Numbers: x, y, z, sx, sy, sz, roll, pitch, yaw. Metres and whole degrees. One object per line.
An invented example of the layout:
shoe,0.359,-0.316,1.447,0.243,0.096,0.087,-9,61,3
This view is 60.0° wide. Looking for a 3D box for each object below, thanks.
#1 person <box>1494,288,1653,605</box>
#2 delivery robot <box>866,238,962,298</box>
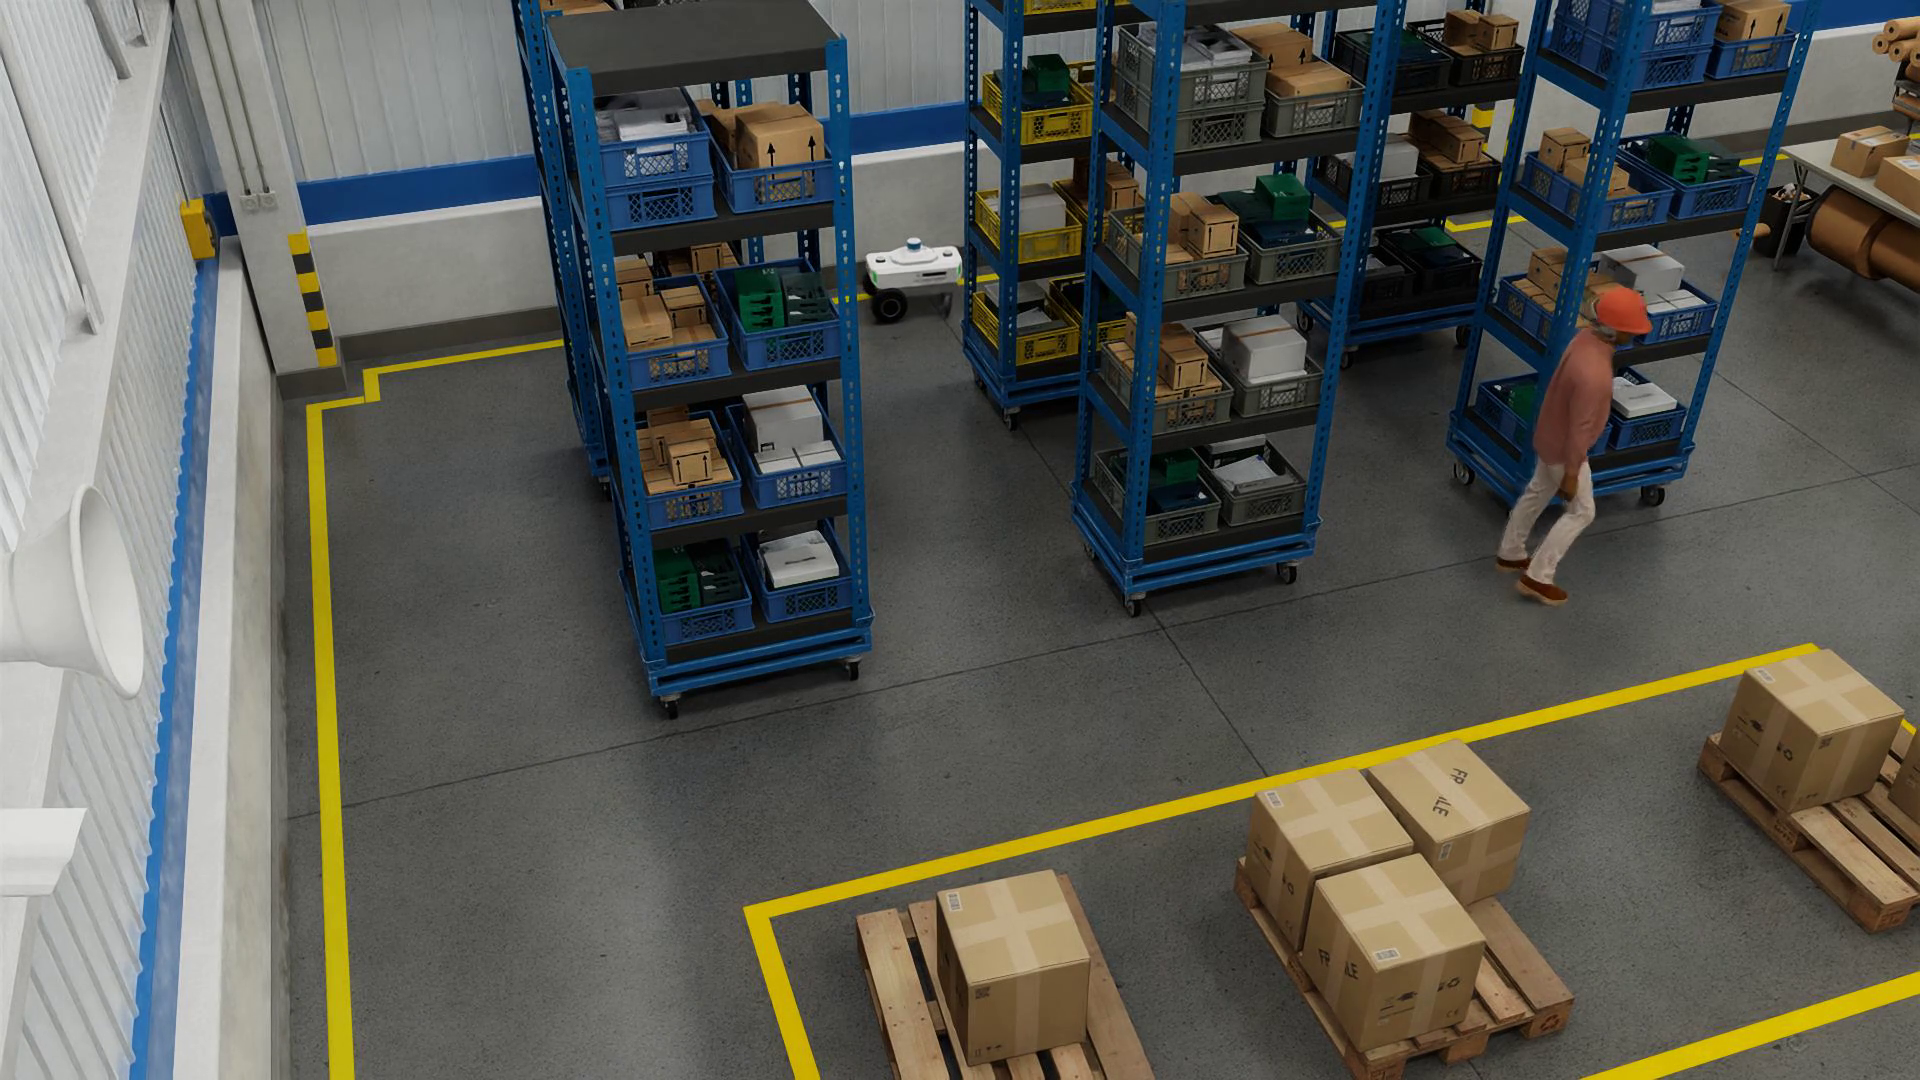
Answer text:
person,3.437,-0.540,9.349,0.534,1.962,0.630,6,36,8
delivery robot,-0.345,-2.053,12.619,0.707,0.478,0.477,-7,36,-10
